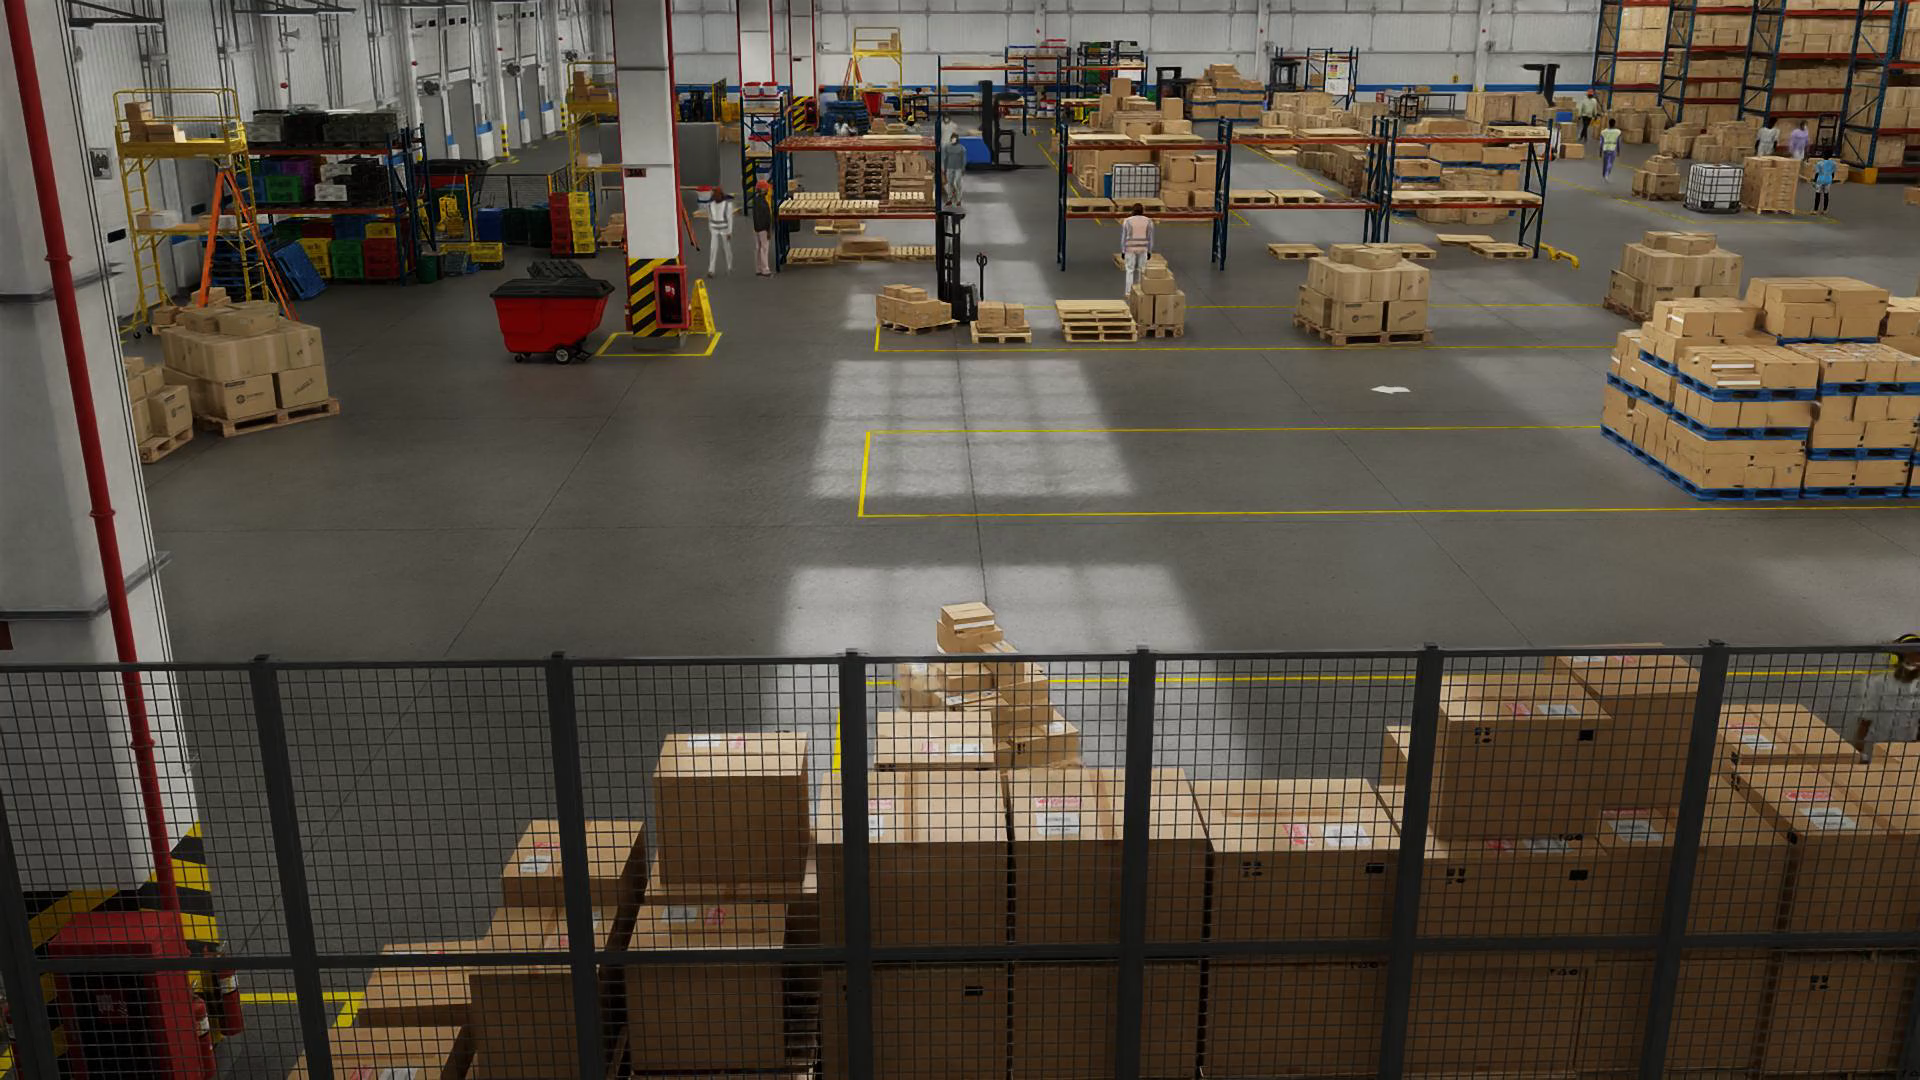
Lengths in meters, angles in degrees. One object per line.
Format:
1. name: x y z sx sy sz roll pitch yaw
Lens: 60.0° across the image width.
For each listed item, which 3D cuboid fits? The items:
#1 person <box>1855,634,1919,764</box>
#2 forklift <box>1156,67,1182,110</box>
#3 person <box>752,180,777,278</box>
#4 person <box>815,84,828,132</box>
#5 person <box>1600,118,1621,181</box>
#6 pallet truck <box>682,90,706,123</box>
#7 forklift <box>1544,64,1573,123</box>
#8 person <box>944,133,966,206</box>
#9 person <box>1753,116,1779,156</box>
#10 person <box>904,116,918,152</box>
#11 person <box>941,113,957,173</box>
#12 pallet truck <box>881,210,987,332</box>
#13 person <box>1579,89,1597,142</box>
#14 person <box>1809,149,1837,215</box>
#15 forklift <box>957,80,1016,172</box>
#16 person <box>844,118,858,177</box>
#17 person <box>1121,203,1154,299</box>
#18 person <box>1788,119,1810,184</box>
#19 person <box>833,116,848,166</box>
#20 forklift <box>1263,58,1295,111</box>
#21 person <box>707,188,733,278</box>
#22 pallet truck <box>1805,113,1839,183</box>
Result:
1. person: 6.170 1.465 11.111 0.536 1.851 0.662 -3 19 -10
2. forklift: 7.674 -16.089 61.599 1.129 2.768 1.873 -9 21 -25
3. person: -4.045 -6.391 34.192 0.379 1.996 0.608 -11 21 -29
4. person: -5.439 -17.402 67.023 0.961 1.903 0.537 -6 20 -18
5. person: 19.746 -11.858 50.568 0.598 1.901 0.778 10 21 26
6. pallet truck: -9.671 -15.907 62.421 0.823 1.965 1.885 5 19 15
7. forklift: 22.520 -16.761 63.594 1.873 2.768 1.129 6 20 18
8. person: -0.148 -10.063 45.176 0.630 1.940 0.372 5 19 15
9. person: 24.726 -12.039 51.070 0.643 1.929 0.825 7 20 20
10. person: -1.574 -12.768 53.517 0.480 1.734 0.335 -7 20 -21
11. person: -0.410 -12.534 52.567 0.624 1.911 0.931 -3 19 -7
12. pallet truck: -0.493 -4.759 29.349 1.885 1.965 0.823 -13 23 -34
13. person: 23.822 -16.128 63.165 0.610 1.950 1.003 -2 19 -7
14. person: 22.521 -9.330 43.374 0.535 1.697 0.318 -1 19 -3
15. forklift: 0.848 -13.256 53.197 1.873 2.768 1.129 -1 19 -2
16. person: -3.401 -12.192 51.665 0.525 1.825 0.668 -17 25 -41
17. person: 3.397 -5.549 31.958 0.619 1.835 0.432 -3 19 -8
18. person: 25.207 -11.647 49.926 0.624 1.913 0.494 -8 20 -22
19. person: -3.912 -13.141 54.768 0.520 1.639 0.312 2 19 7
20. forklift: 13.157 -18.329 68.246 1.129 2.768 1.873 -1 19 -1
21. person: -4.929 -6.332 34.274 0.581 1.842 0.927 3 19 9
22. pallet truck: 26.403 -11.957 50.702 0.823 1.965 1.885 6 19 16
